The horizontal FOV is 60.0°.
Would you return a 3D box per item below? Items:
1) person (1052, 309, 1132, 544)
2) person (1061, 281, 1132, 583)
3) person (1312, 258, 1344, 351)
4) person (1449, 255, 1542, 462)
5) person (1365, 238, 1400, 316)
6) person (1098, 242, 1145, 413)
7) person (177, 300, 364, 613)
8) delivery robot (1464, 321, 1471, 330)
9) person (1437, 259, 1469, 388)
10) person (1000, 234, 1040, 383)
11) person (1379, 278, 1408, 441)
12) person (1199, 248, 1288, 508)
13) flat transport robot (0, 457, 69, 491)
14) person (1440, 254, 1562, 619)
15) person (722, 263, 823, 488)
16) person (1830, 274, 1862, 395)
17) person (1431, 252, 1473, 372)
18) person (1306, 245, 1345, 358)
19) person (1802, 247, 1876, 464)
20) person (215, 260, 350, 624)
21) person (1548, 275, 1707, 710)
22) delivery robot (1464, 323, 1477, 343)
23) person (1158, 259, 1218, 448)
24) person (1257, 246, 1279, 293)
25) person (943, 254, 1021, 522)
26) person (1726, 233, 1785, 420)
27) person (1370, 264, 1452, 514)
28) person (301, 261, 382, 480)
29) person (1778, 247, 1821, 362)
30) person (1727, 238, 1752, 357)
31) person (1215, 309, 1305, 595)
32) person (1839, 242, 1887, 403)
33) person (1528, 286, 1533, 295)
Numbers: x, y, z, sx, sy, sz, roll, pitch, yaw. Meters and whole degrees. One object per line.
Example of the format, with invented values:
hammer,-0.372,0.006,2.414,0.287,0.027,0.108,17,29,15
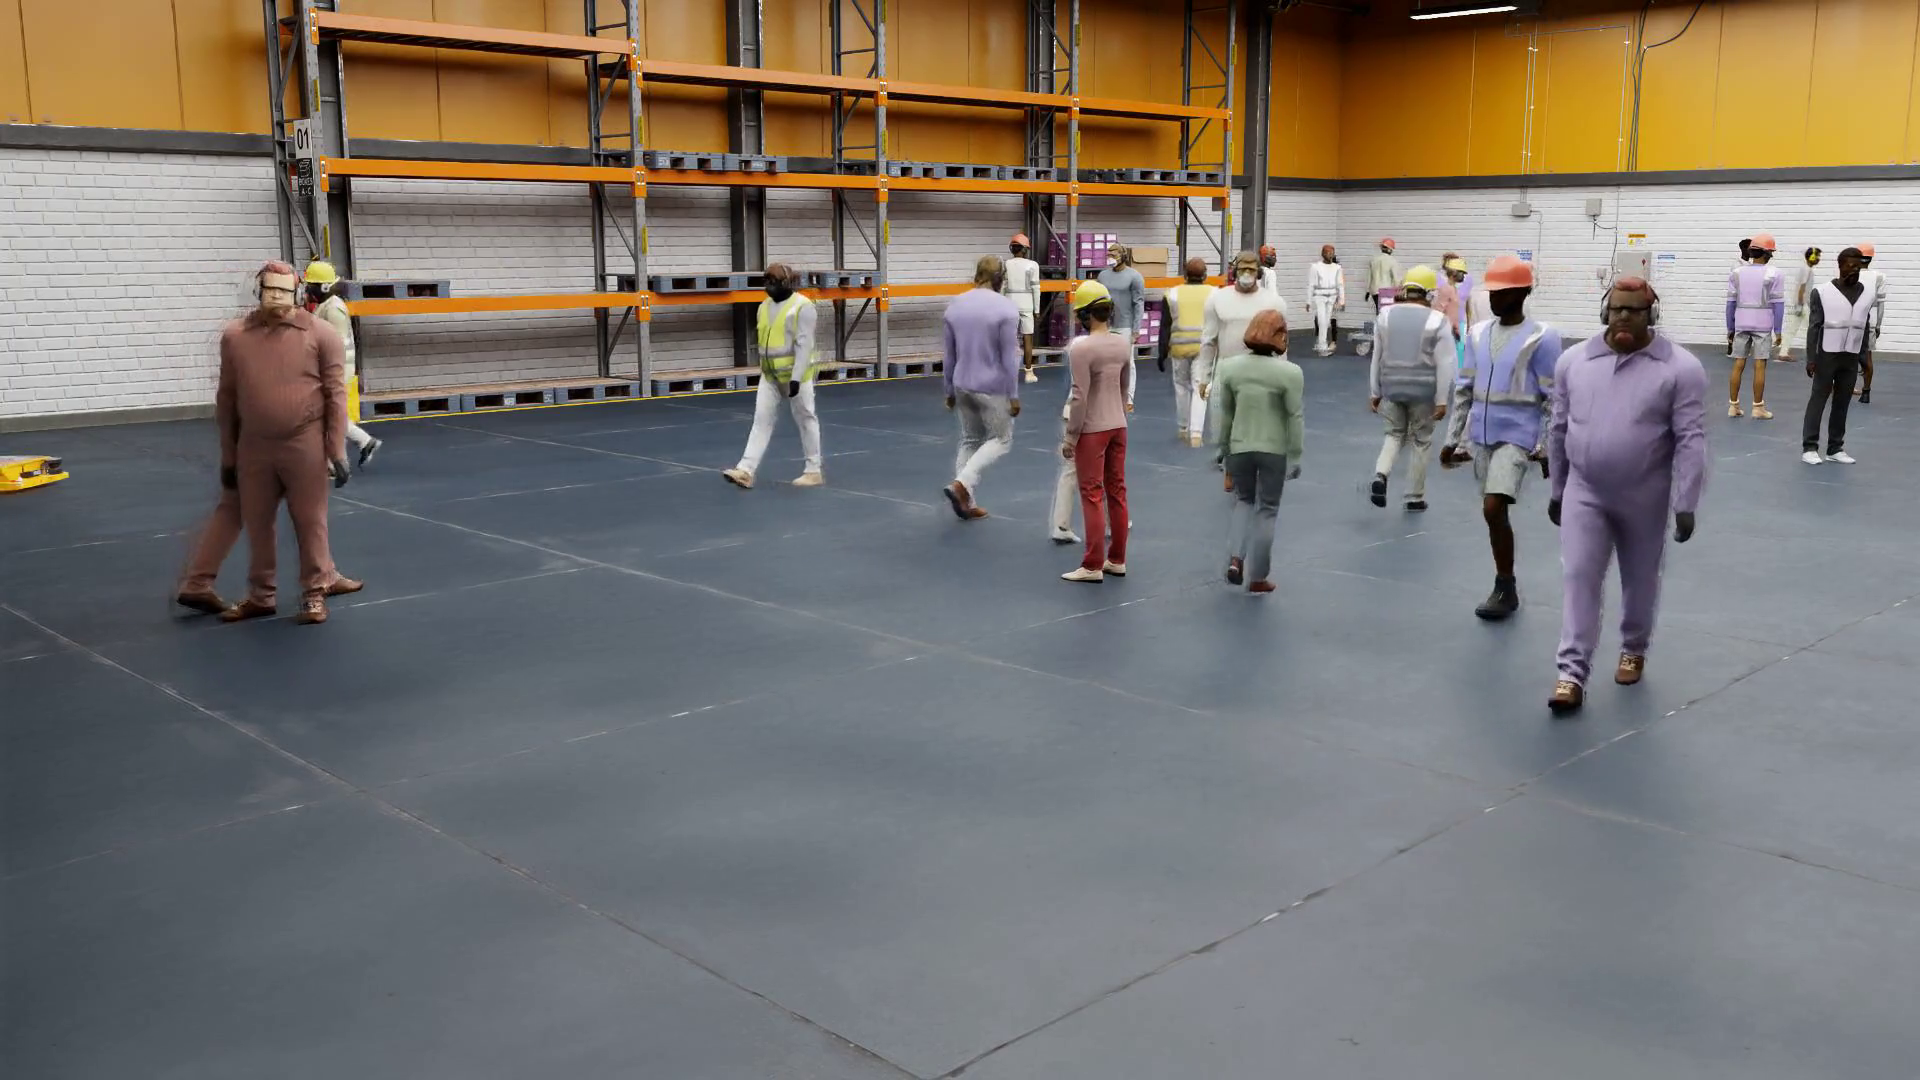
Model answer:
person,0.885,-0.780,10.993,0.536,1.597,0.809,9,14,40
person,0.791,-0.627,9.738,0.327,1.760,0.523,9,14,42
person,6.403,-4.109,28.945,0.540,1.670,0.536,-9,14,-42
person,4.832,-1.607,14.838,1.024,1.850,0.659,-4,11,-22
person,7.922,-4.626,30.978,0.809,1.957,0.618,-9,13,-39
person,1.814,-2.414,18.986,0.628,1.939,0.375,9,14,40
person,-3.800,-0.526,9.013,0.680,1.841,1.007,7,12,32
delivery robot,8.585,-3.494,28.395,0.707,0.478,0.477,-3,11,-14
person,5.976,-2.519,20.121,0.870,1.717,0.543,5,12,27
person,0.820,-3.183,22.925,0.605,2.033,0.392,3,11,16
person,4.307,-1.741,16.195,0.518,1.615,0.391,2,11,11
person,2.123,-1.210,12.443,0.648,1.925,0.616,3,11,16
flat transport robot,-8.019,-0.539,13.312,1.431,0.197,0.652,1,10,3
person,2.813,-0.532,8.763,0.560,1.917,0.563,-6,12,-30
person,-1.463,-1.286,13.230,0.627,1.798,0.949,8,13,37
person,11.315,-2.760,21.080,0.519,1.865,0.326,-4,11,-19
person,6.177,-2.705,20.954,0.569,1.794,0.950,2,11,9
person,6.086,-3.921,27.421,0.613,1.853,0.853,-3,11,-16
person,7.787,-1.630,14.773,0.597,1.915,0.371,-1,10,-8
person,-3.567,-0.486,8.645,0.759,1.891,0.407,0,10,0
person,2.876,-0.215,7.239,0.667,1.854,1.017,7,12,32
delivery robot,8.615,-3.380,27.777,0.707,0.478,0.477,7,12,33
person,2.276,-1.815,16.124,0.670,1.792,0.961,3,11,14
person,4.007,-2.933,21.968,0.337,1.881,0.585,-4,11,-22
person,0.111,-1.032,11.574,0.653,1.897,0.557,9,14,41
person,8.760,-2.345,18.323,0.373,2.042,0.614,-9,14,-40
person,3.240,-1.073,12.006,0.612,1.813,0.512,8,13,38
person,-5.182,-1.410,13.859,0.536,1.818,0.600,-6,12,-31
person,13.529,-3.722,26.441,0.865,1.826,0.551,4,11,22
person,13.035,-4.029,27.719,0.363,1.965,0.610,9,14,42
person,1.703,-0.491,9.375,0.524,1.614,0.350,7,12,33
person,10.859,-2.621,20.115,0.542,1.939,0.365,2,11,13
person,6.245,-2.197,18.735,0.347,1.597,0.653,5,11,24
